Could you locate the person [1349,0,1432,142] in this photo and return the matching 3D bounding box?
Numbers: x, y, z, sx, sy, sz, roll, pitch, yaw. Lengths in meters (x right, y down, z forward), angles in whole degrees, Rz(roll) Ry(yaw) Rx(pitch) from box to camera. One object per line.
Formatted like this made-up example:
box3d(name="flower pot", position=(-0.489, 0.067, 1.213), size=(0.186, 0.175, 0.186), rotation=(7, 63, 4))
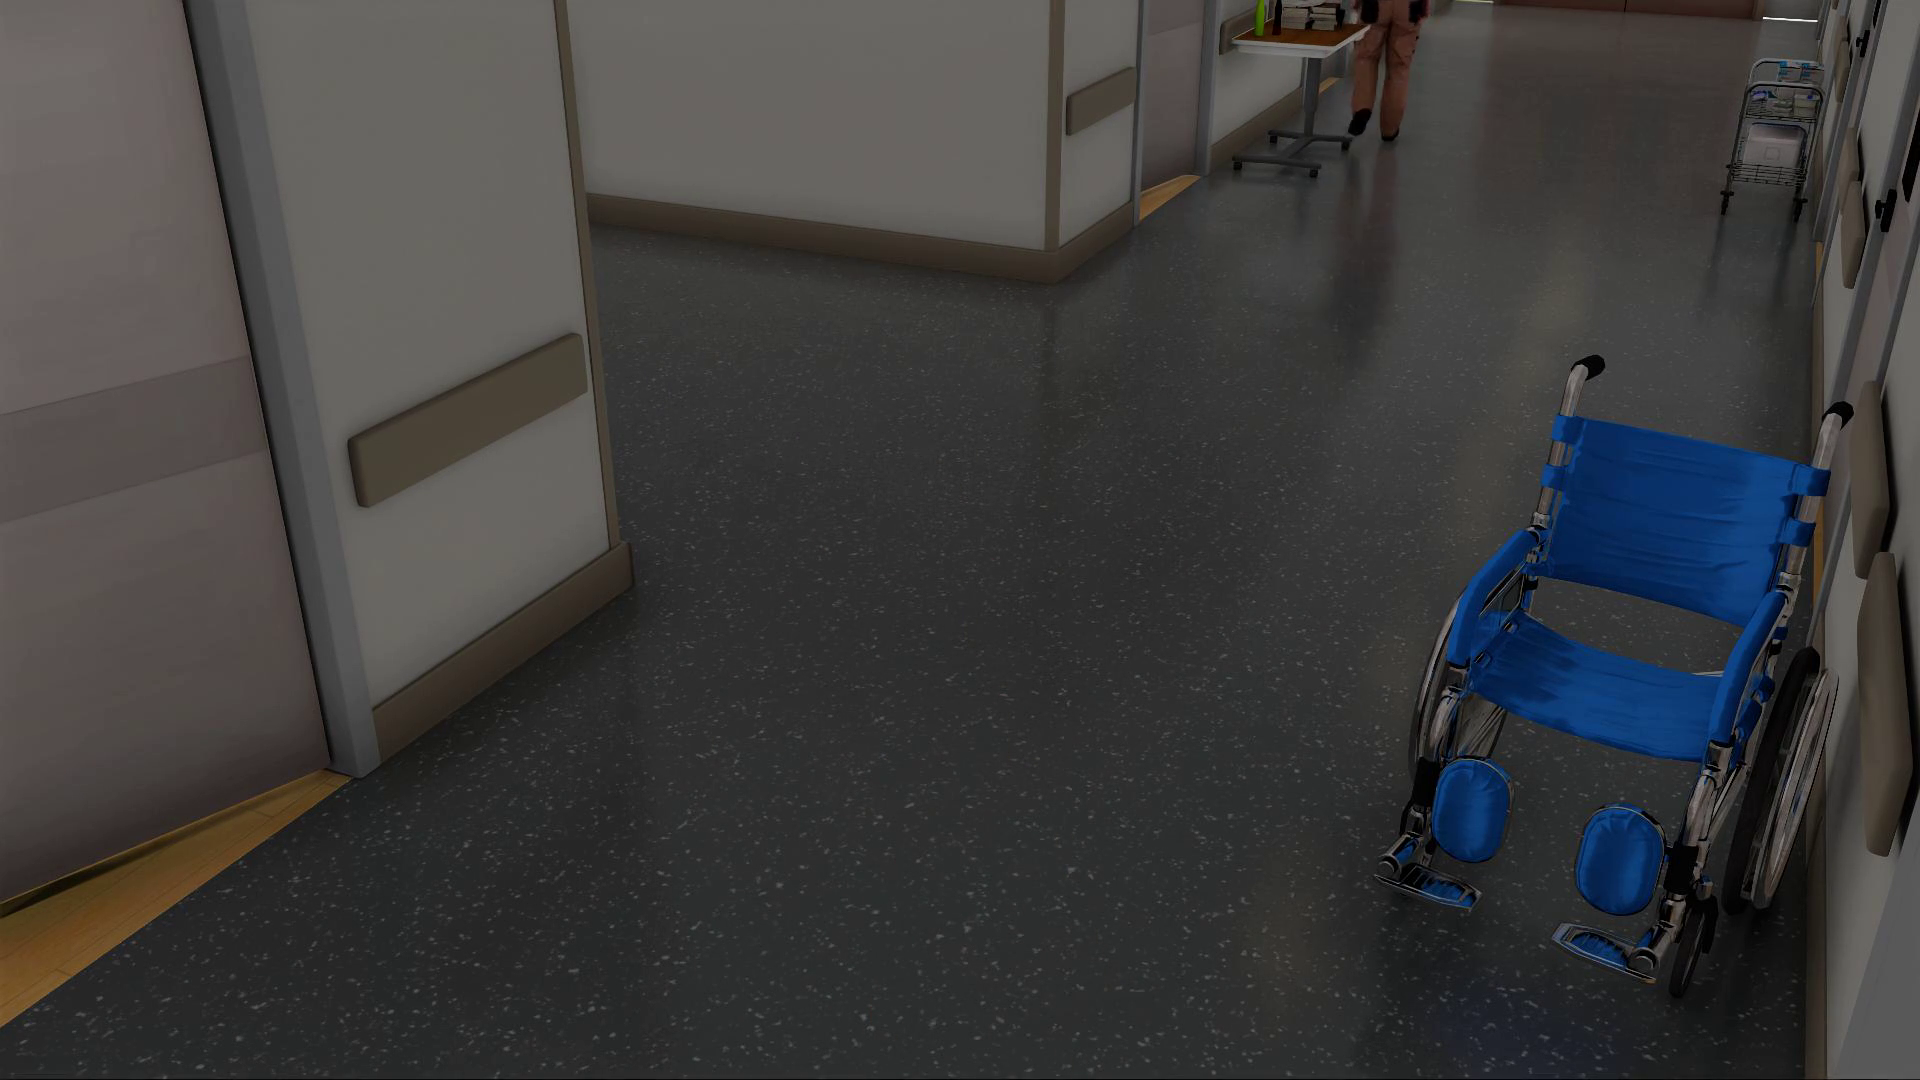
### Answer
box3d(name="person", position=(2.812, -3.514, 10.884), size=(0.745, 1.827, 0.894), rotation=(8, 27, 16))
